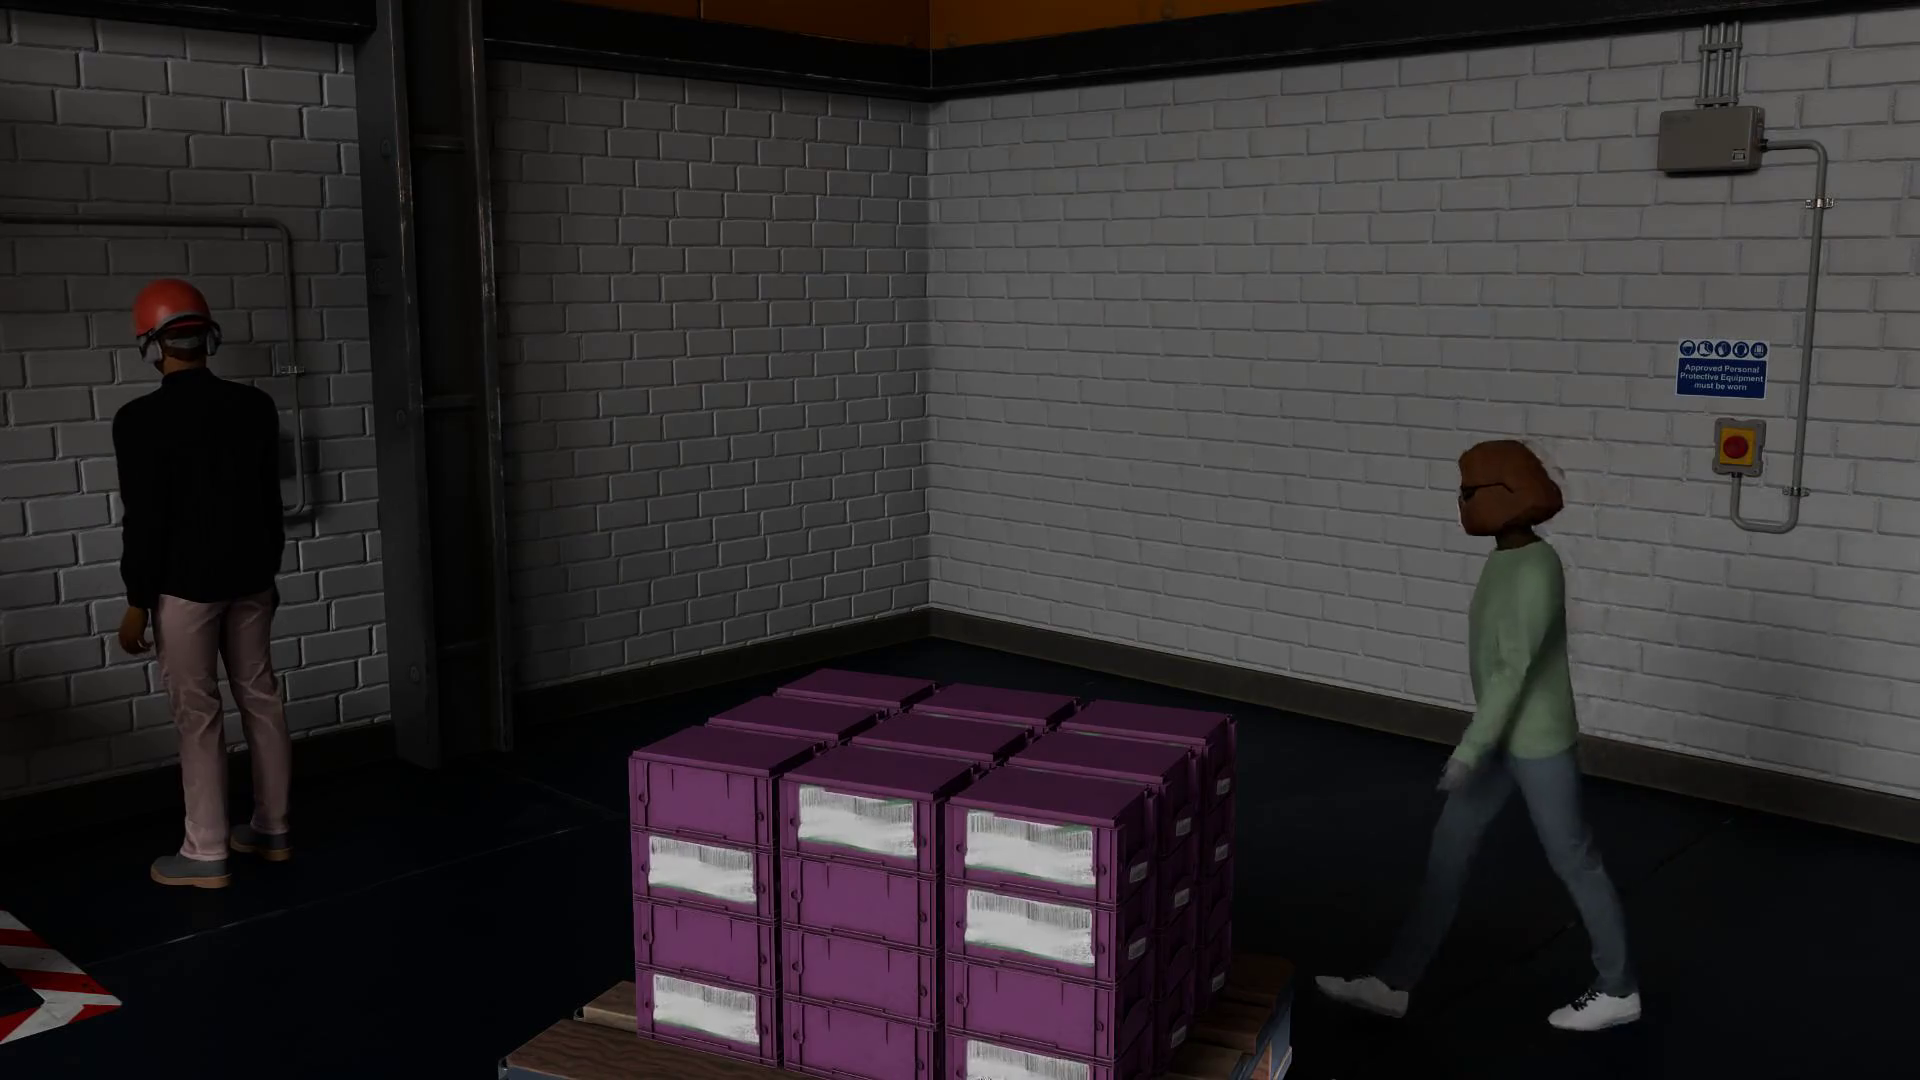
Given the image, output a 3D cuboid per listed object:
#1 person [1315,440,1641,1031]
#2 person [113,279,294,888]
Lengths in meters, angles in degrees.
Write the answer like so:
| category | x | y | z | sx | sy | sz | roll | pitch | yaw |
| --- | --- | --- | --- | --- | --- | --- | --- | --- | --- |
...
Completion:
| category | x | y | z | sx | sy | sz | roll | pitch | yaw |
| --- | --- | --- | --- | --- | --- | --- | --- | --- | --- |
| person | 1.426 | 0.528 | 4.372 | 0.873 | 1.571 | 0.493 | 0 | 9 | 1 |
| person | -2.496 | 0.146 | 5.481 | 0.392 | 1.988 | 0.608 | 5 | 10 | 26 |
